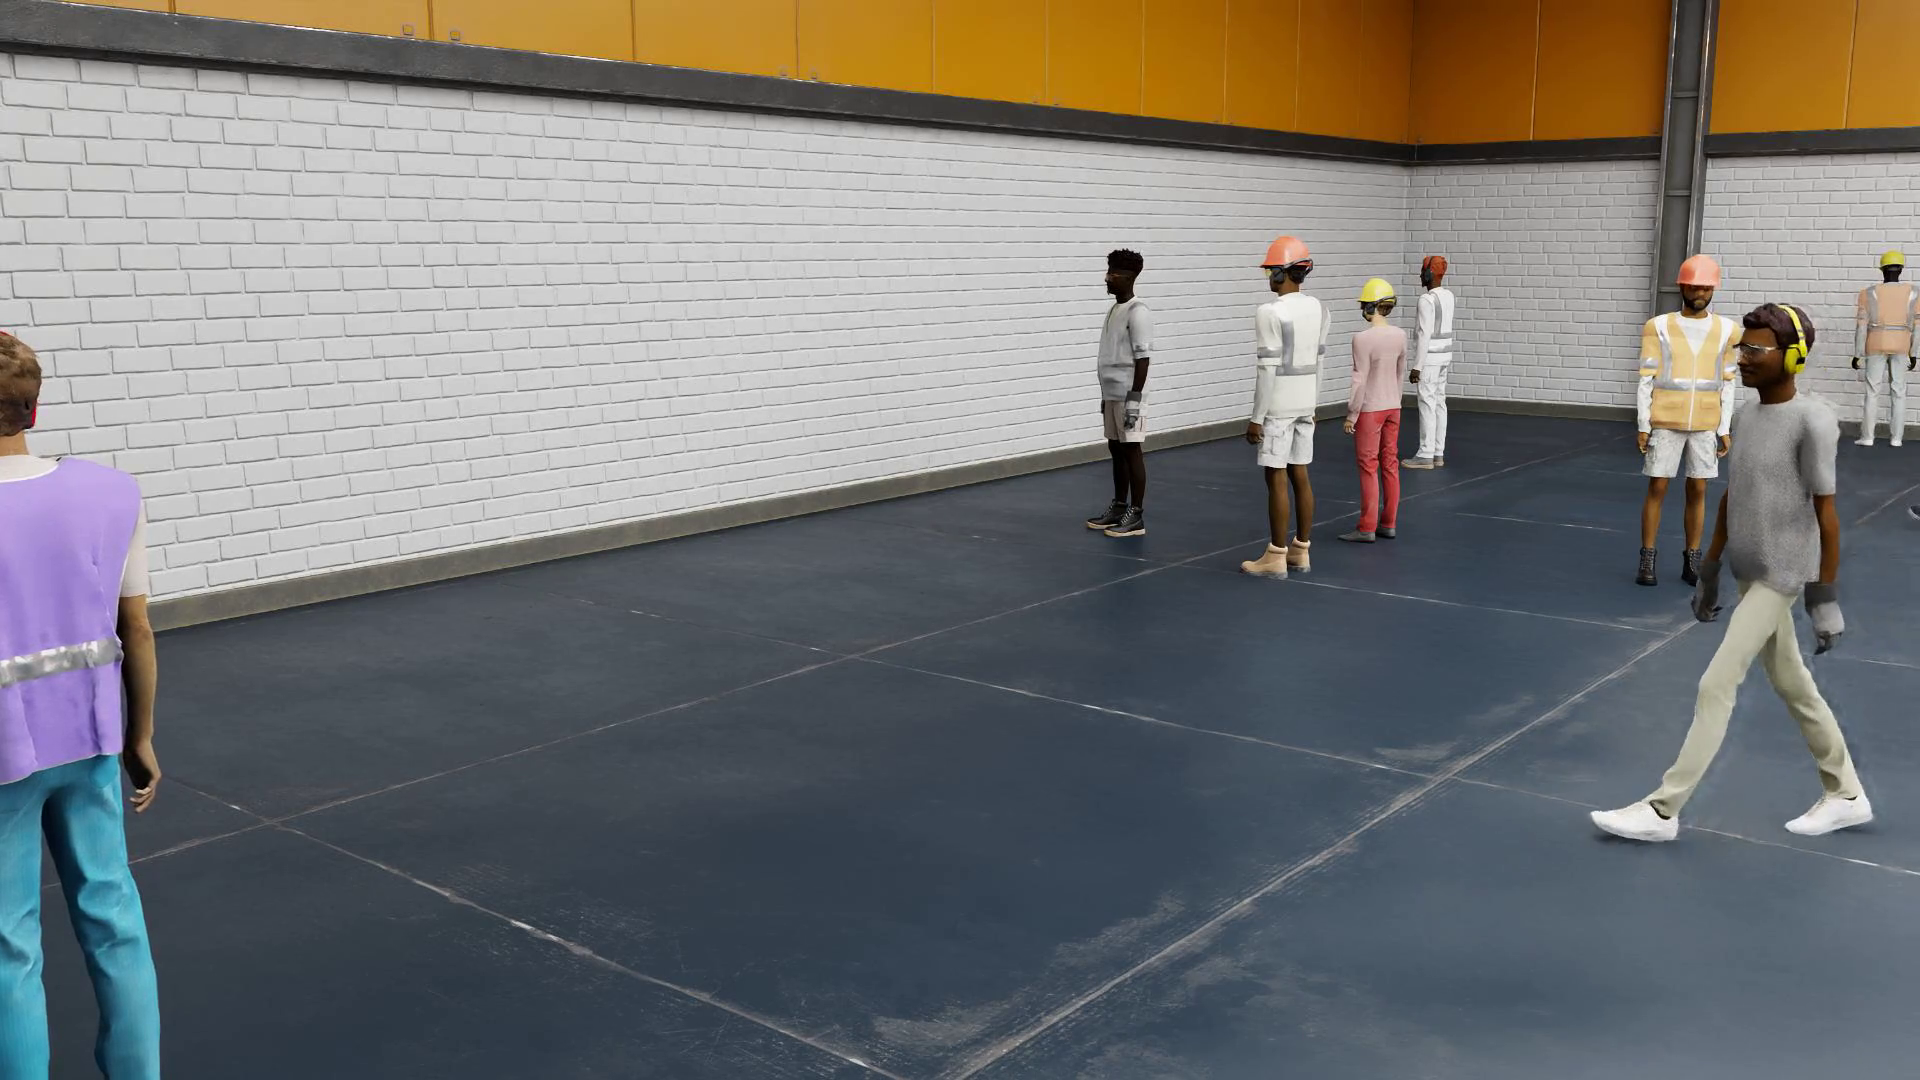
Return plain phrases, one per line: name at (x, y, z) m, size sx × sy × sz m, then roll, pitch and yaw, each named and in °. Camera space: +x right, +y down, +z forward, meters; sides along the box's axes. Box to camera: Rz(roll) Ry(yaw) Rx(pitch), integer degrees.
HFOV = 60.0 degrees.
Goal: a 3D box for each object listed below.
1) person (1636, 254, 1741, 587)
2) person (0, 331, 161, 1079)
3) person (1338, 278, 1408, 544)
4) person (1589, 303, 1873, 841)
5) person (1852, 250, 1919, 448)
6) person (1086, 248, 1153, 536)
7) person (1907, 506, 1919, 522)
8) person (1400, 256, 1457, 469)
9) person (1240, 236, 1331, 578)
person at (4.240, -0.688, 9.721) m, size 0.545 × 1.941 × 0.350 m, roll 2°, pitch 10°, yaw 10°
person at (-1.967, 0.475, 3.525) m, size 0.377 × 1.847 × 0.570 m, roll 7°, pitch 12°, yaw 34°
person at (2.771, -0.858, 11.148) m, size 0.522 × 1.768 × 0.312 m, roll -8°, pitch 13°, yaw -38°
person at (2.675, 0.127, 5.553) m, size 1.003 × 1.825 × 0.540 m, roll 0°, pitch 10°, yaw -2°
person at (9.049, -1.859, 16.255) m, size 0.585 × 1.924 × 0.387 m, roll 3°, pitch 11°, yaw 17°
person at (1.116, -1.012, 11.442) m, size 0.367 × 1.966 × 0.607 m, roll -3°, pitch 11°, yaw -16°
person at (6.953, -0.868, 11.204) m, size 0.595 × 1.769 × 0.971 m, roll -7°, pitch 12°, yaw -32°
person at (4.180, -1.575, 14.797) m, size 0.355 × 1.883 × 0.575 m, roll 8°, pitch 13°, yaw 38°
person at (1.941, -0.792, 10.011) m, size 0.608 × 2.044 × 0.377 m, roll -10°, pitch 14°, yaw -42°
